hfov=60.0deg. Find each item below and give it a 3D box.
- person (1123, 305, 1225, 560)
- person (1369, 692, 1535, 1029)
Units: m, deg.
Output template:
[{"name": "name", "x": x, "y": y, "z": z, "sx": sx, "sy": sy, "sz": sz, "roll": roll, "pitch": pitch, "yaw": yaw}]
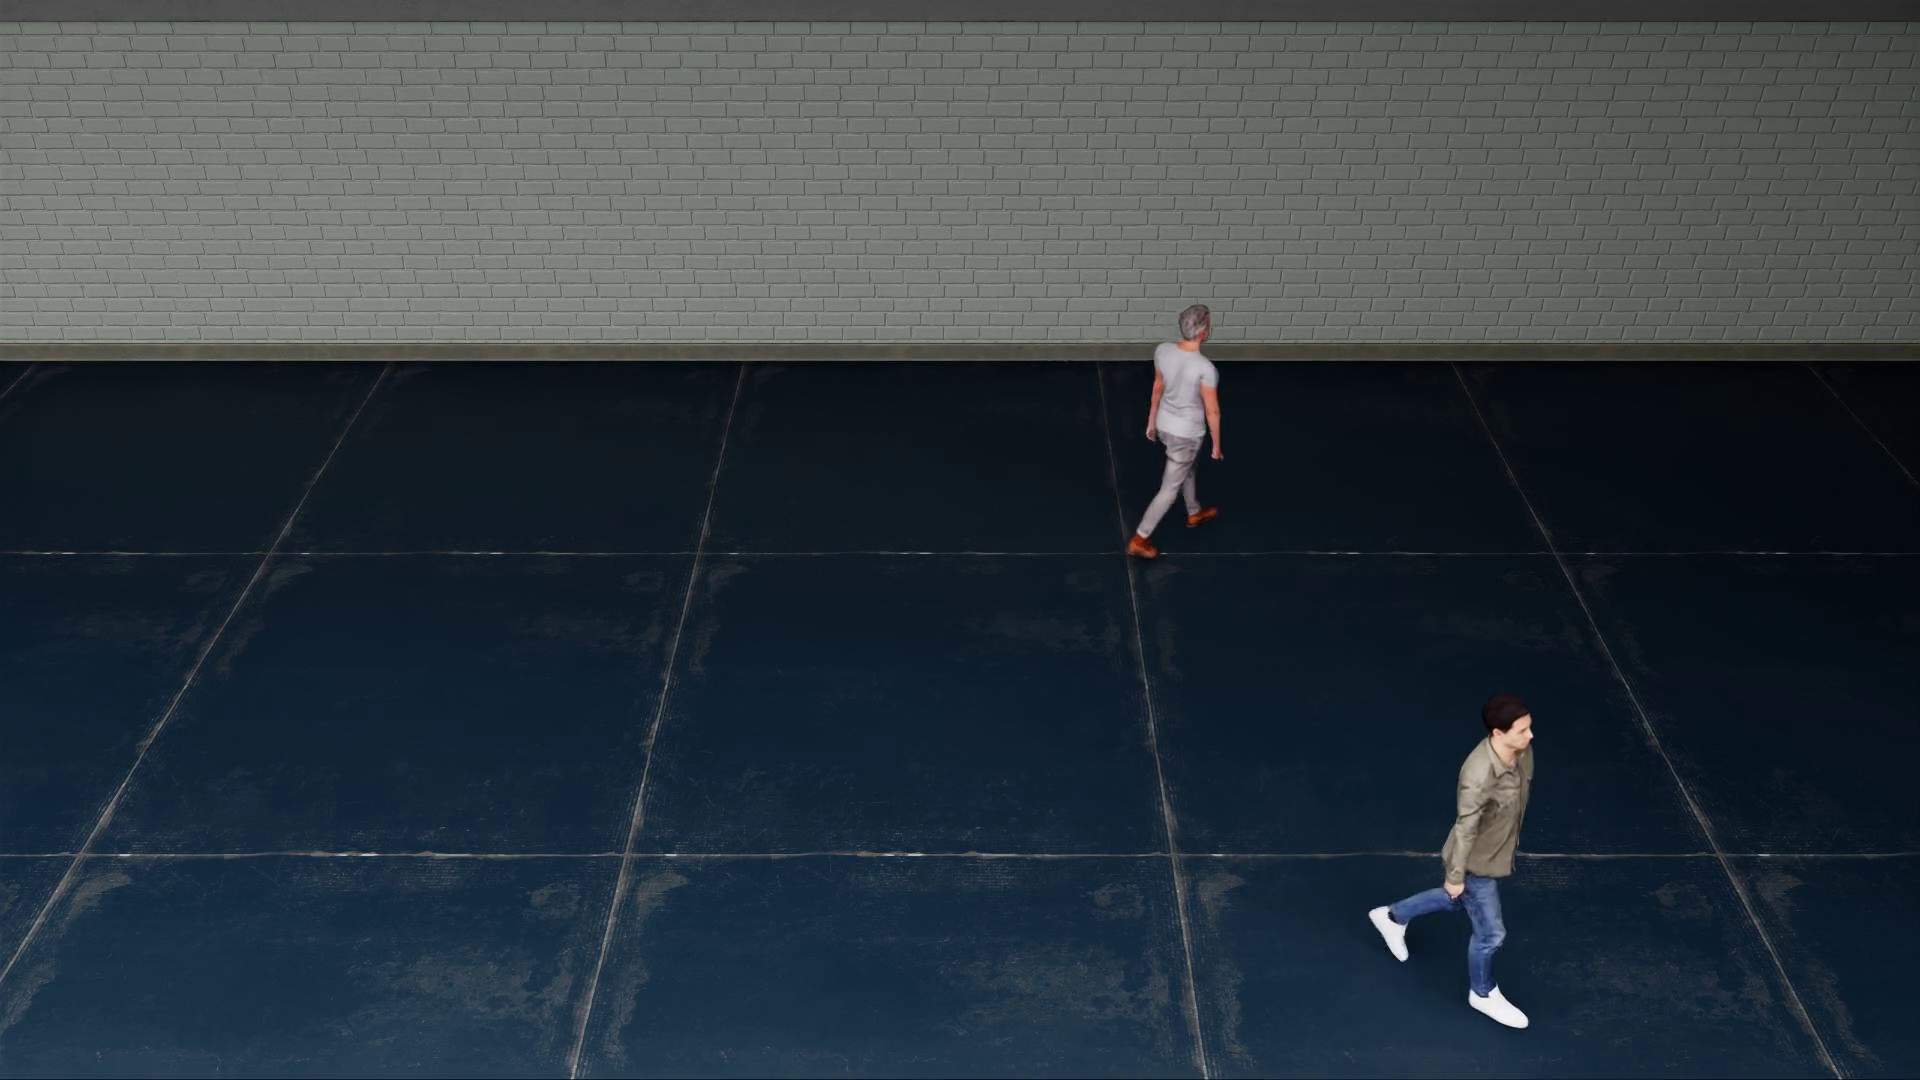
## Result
[{"name": "person", "x": 1.424, "y": -0.682, "z": 11.186, "sx": 1.236, "sy": 1.786, "sz": 1.261, "roll": -22, "pitch": 39, "yaw": -30}, {"name": "person", "x": 2.383, "y": 1.440, "z": 7.870, "sx": 1.187, "sy": 1.845, "sz": 1.180, "roll": 23, "pitch": 40, "yaw": 31}]
